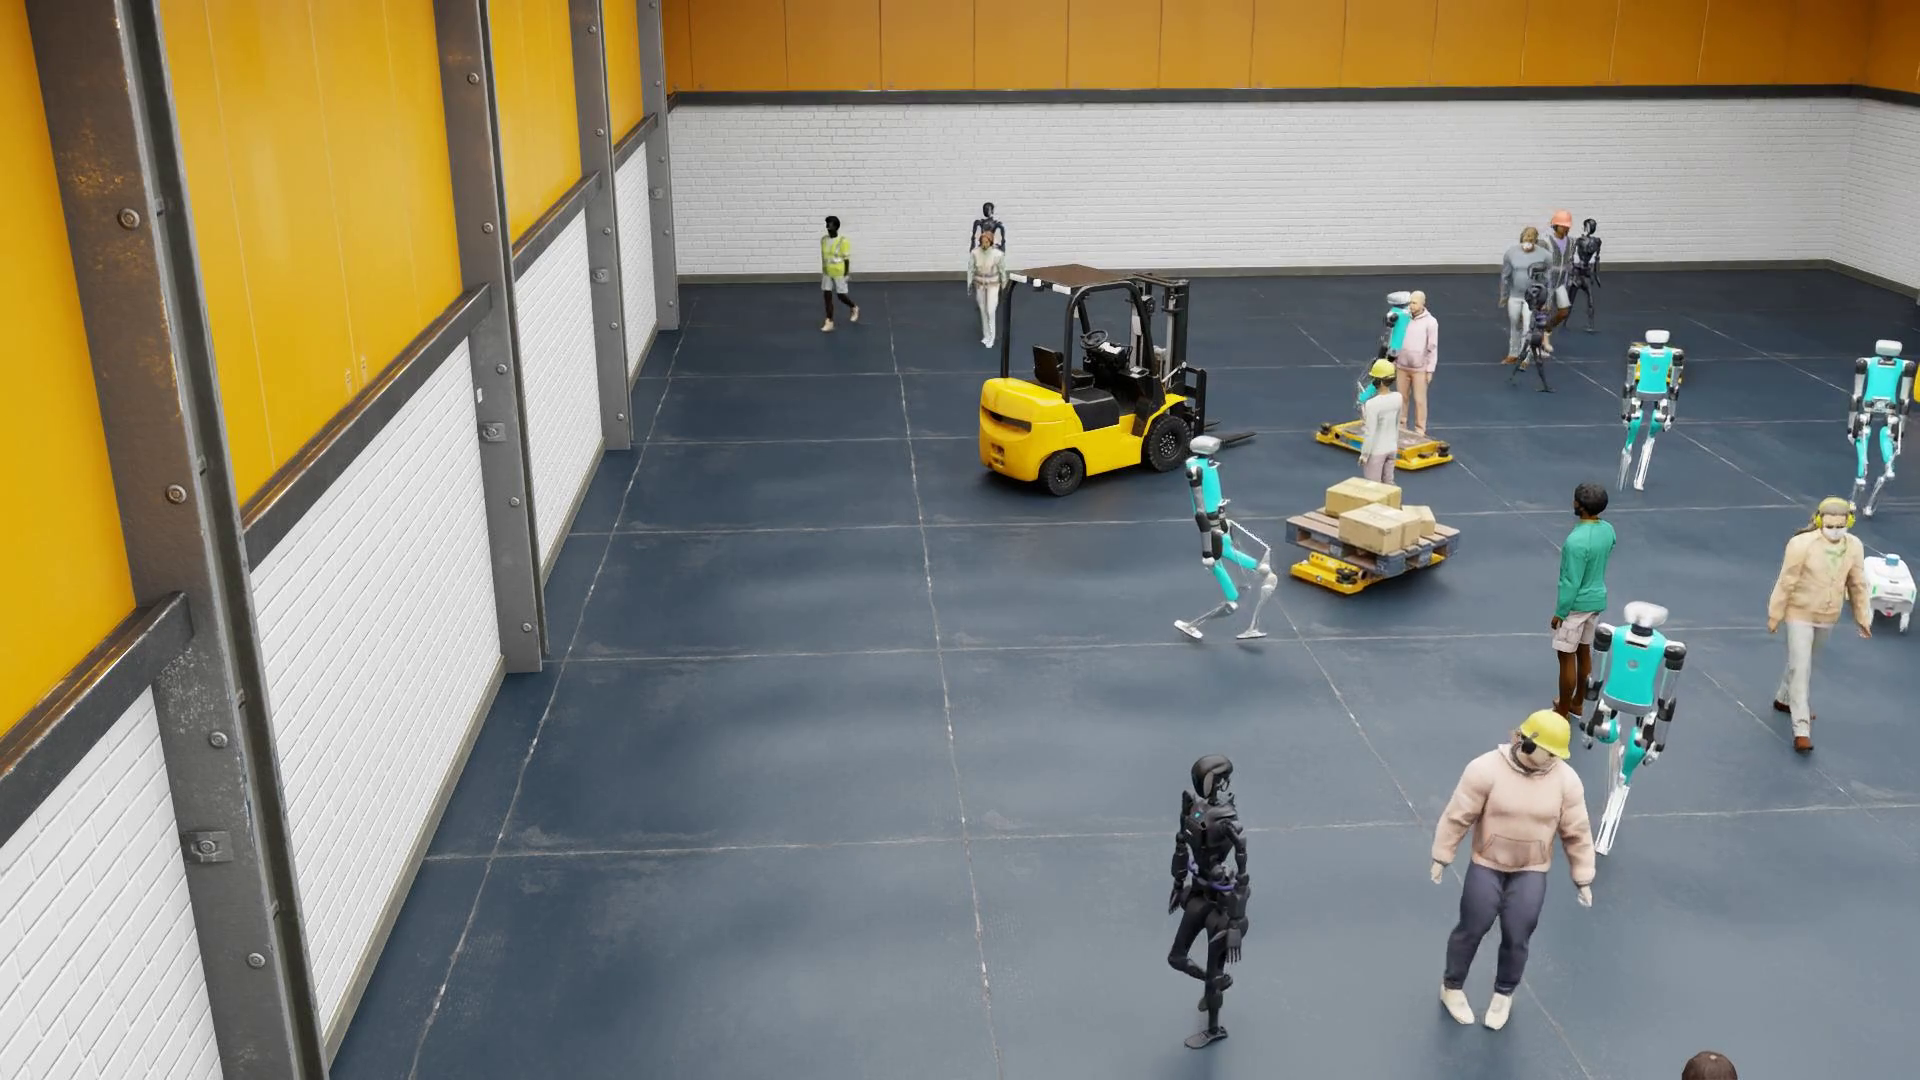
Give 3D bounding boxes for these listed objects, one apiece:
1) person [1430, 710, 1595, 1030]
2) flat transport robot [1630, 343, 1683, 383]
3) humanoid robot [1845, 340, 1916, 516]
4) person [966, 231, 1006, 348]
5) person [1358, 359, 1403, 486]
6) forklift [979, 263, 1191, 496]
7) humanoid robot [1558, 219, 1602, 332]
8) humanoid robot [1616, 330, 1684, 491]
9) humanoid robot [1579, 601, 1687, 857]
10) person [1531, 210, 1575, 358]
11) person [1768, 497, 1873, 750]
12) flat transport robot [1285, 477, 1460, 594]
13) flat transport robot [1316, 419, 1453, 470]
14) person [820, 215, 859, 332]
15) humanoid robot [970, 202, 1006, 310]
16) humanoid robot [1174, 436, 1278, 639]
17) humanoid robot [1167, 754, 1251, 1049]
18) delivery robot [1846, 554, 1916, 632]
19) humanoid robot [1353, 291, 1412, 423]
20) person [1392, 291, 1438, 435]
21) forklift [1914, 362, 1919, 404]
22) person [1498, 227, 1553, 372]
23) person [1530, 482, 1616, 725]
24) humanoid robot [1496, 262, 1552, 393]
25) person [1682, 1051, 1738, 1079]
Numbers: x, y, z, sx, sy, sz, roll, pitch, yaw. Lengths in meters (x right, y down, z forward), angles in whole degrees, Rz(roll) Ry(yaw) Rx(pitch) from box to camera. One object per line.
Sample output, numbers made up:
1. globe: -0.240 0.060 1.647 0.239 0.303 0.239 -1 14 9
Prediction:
1. person: 2.893 1.693 8.757 0.813 1.823 0.465 4 21 11
2. flat transport robot: 9.189 -2.334 21.987 0.659 0.231 1.431 8 22 20
3. humanoid robot: 8.994 -1.026 16.324 0.542 1.790 0.869 8 22 21
4. person: 0.348 -3.492 23.190 0.519 1.613 0.677 8 22 21
5. person: 3.950 -0.842 15.748 0.529 1.767 0.327 -16 26 -38
6. forklift: 1.315 -1.764 17.646 2.313 2.155 1.214 -14 24 -33
7. humanoid robot: 9.003 -3.794 23.946 0.603 1.634 0.681 -8 22 -21
8. humanoid robot: 7.048 -1.275 17.124 0.540 1.899 0.714 5 21 14
9. humanoid robot: 4.201 1.135 10.415 0.559 1.726 1.023 13 24 31
10. person: 8.028 -3.457 22.504 0.619 2.028 0.449 -8 22 -21
11. person: 6.154 0.561 11.851 0.656 1.827 0.902 -3 20 -8
12. flat transport robot: 3.739 0.163 15.182 1.431 0.231 0.659 -15 25 -36
13. flat transport robot: 4.731 -1.083 18.579 0.659 0.231 1.431 -13 24 -31
14. person: -1.781 -3.892 24.183 0.537 1.674 0.665 13 24 32
15. humanoid robot: 0.452 -4.374 25.555 0.612 1.647 0.660 9 22 22
16. humanoid robot: 2.228 0.042 13.362 0.990 1.728 0.547 8 22 21
17. humanoid robot: 1.333 1.849 8.554 0.423 1.647 0.595 -11 23 -28
18. delivery robot: 7.855 0.412 14.110 0.499 0.608 0.784 8 21 20
19. humanoid robot: 4.672 -1.936 18.867 0.811 1.849 0.532 17 26 38
20. person: 5.104 -1.930 18.703 0.536 1.776 0.409 17 26 39
21. forklift: 12.602 -2.435 19.475 2.313 2.155 1.214 -1 20 -4
22. person: 7.417 -3.179 21.951 0.647 1.898 0.793 10 23 26
23. person: 4.486 0.474 12.042 0.494 1.850 0.396 -17 26 -38
24. humanoid robot: 7.178 -2.675 20.917 0.702 1.635 0.609 8 22 21
25. person: 2.664 2.681 6.164 0.472 1.766 0.389 14 24 33
